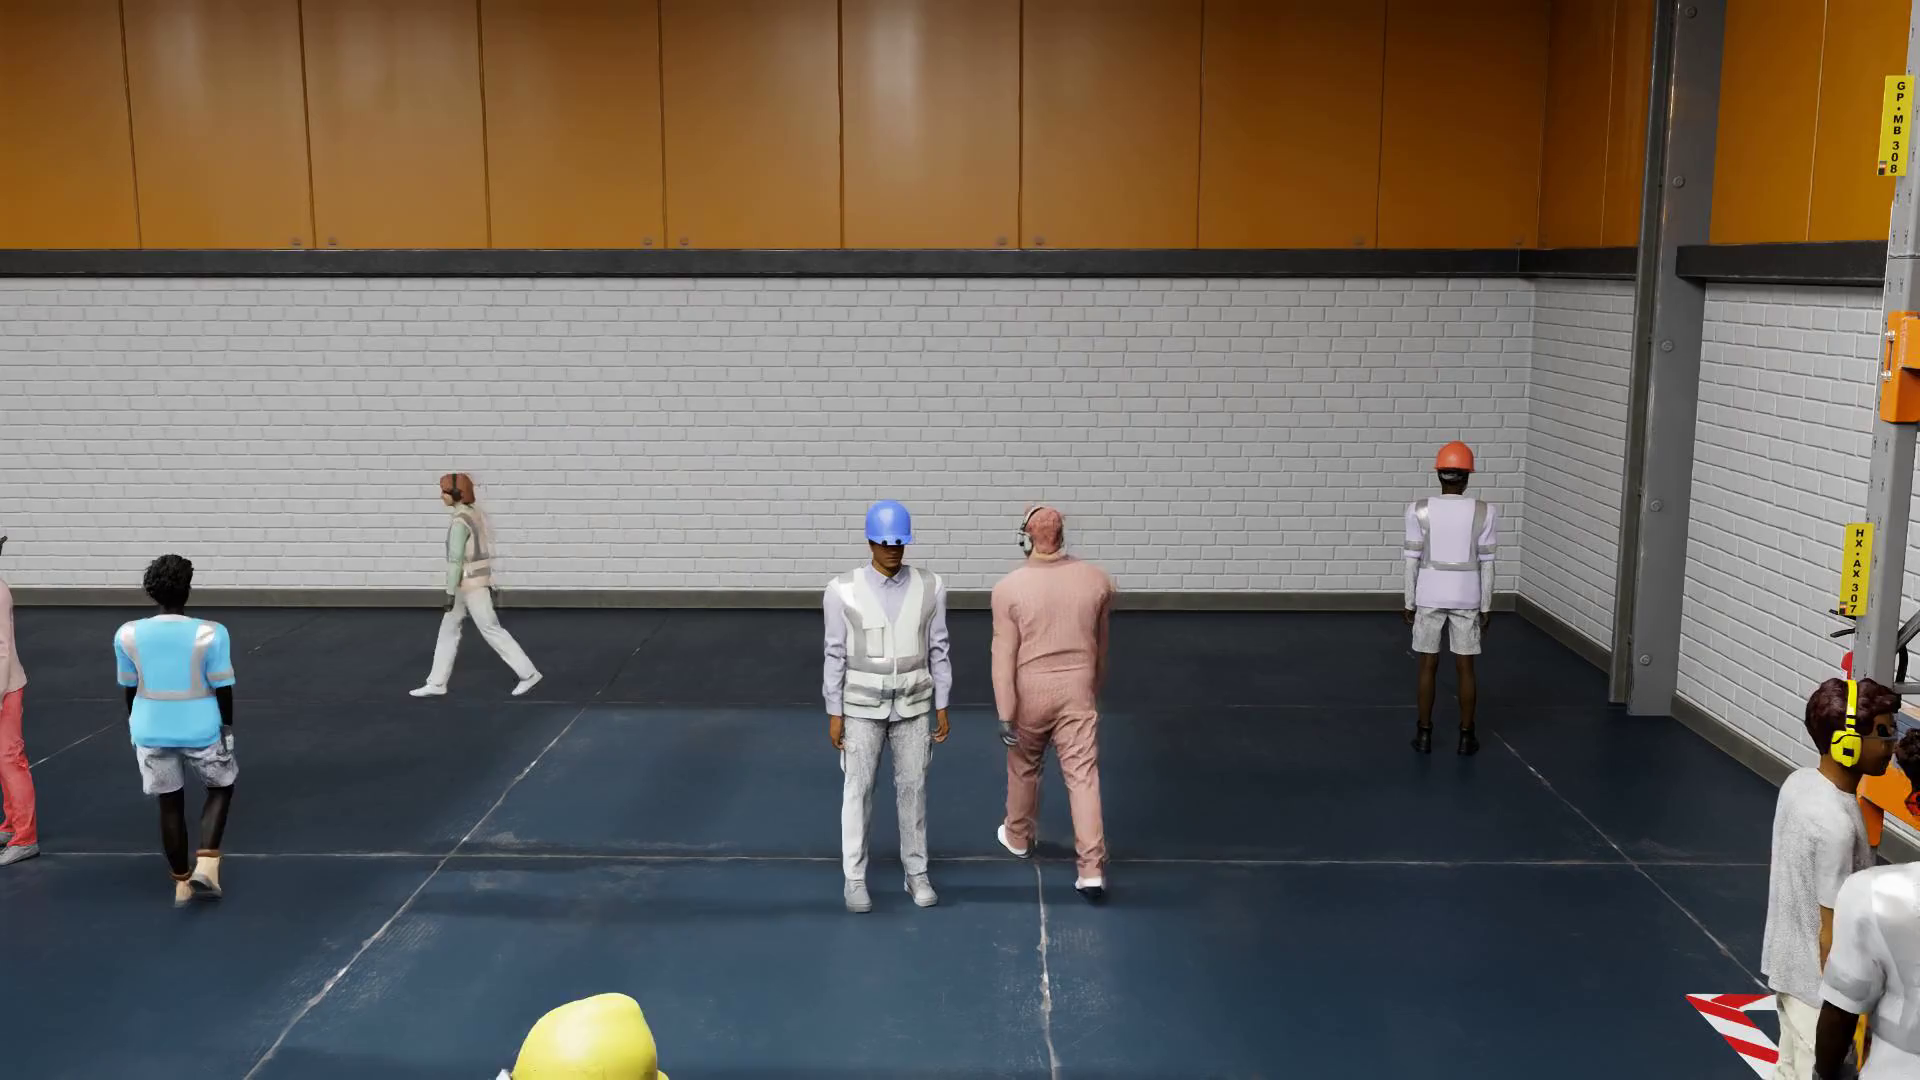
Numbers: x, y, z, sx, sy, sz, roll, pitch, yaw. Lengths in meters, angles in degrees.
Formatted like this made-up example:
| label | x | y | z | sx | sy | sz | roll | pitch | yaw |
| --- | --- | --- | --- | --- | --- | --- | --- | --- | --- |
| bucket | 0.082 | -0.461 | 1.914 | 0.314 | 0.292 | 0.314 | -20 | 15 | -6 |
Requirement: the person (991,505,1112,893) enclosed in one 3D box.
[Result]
| label | x | y | z | sx | sy | sz | roll | pitch | yaw |
| --- | --- | --- | --- | --- | --- | --- | --- | --- | --- |
| person | 0.450 | 0.757 | 8.121 | 0.647 | 1.854 | 1.028 | -3 | 10 | -15 |

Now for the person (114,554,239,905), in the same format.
| label | x | y | z | sx | sy | sz | roll | pitch | yaw |
| --- | --- | --- | --- | --- | --- | --- | --- | --- | --- |
| person | -3.635 | 0.897 | 7.767 | 0.537 | 1.685 | 0.387 | -1 | 10 | -8 |

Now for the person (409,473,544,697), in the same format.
| label | x | y | z | sx | sy | sz | roll | pitch | yaw |
| --- | --- | --- | --- | --- | --- | --- | --- | --- | --- |
| person | -3.352 | 0.321 | 11.522 | 0.898 | 1.590 | 0.523 | -2 | 10 | -10 |

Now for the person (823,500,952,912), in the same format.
| label | x | y | z | sx | sy | sz | roll | pitch | yaw |
| --- | --- | --- | --- | --- | --- | --- | --- | --- | --- |
| person | -0.334 | 0.769 | 7.763 | 0.605 | 1.941 | 0.406 | -3 | 10 | -15 |

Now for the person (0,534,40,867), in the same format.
| label | x | y | z | sx | sy | sz | roll | pitch | yaw |
| --- | --- | --- | --- | --- | --- | --- | --- | --- | --- |
| person | -4.876 | 0.755 | 8.372 | 0.308 | 1.769 | 0.524 | -7 | 12 | -36 |

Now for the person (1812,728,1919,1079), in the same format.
| label | x | y | z | sx | sy | sz | roll | pitch | yaw |
| --- | --- | --- | --- | --- | --- | --- | --- | --- | --- |
| person | 2.415 | 1.381 | 4.080 | 0.629 | 1.942 | 0.498 | 3 | 10 | 15 |

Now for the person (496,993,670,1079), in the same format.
| label | x | y | z | sx | sy | sz | roll | pitch | yaw |
| --- | --- | --- | --- | --- | --- | --- | --- | --- | --- |
| person | -0.695 | 1.644 | 2.935 | 0.721 | 1.788 | 0.753 | 5 | 11 | 30 |

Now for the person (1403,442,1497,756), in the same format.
| label | x | y | z | sx | sy | sz | roll | pitch | yaw |
| --- | --- | --- | --- | --- | --- | --- | --- | --- | --- |
| person | 2.997 | 0.363 | 10.229 | 0.547 | 1.930 | 0.384 | 3 | 10 | 16 |

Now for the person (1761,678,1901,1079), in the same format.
| label | x | y | z | sx | sy | sz | roll | pitch | yaw |
| --- | --- | --- | --- | --- | --- | --- | --- | --- | --- |
| person | 2.483 | 1.302 | 4.787 | 0.314 | 1.869 | 0.536 | 2 | 10 | 14 |
